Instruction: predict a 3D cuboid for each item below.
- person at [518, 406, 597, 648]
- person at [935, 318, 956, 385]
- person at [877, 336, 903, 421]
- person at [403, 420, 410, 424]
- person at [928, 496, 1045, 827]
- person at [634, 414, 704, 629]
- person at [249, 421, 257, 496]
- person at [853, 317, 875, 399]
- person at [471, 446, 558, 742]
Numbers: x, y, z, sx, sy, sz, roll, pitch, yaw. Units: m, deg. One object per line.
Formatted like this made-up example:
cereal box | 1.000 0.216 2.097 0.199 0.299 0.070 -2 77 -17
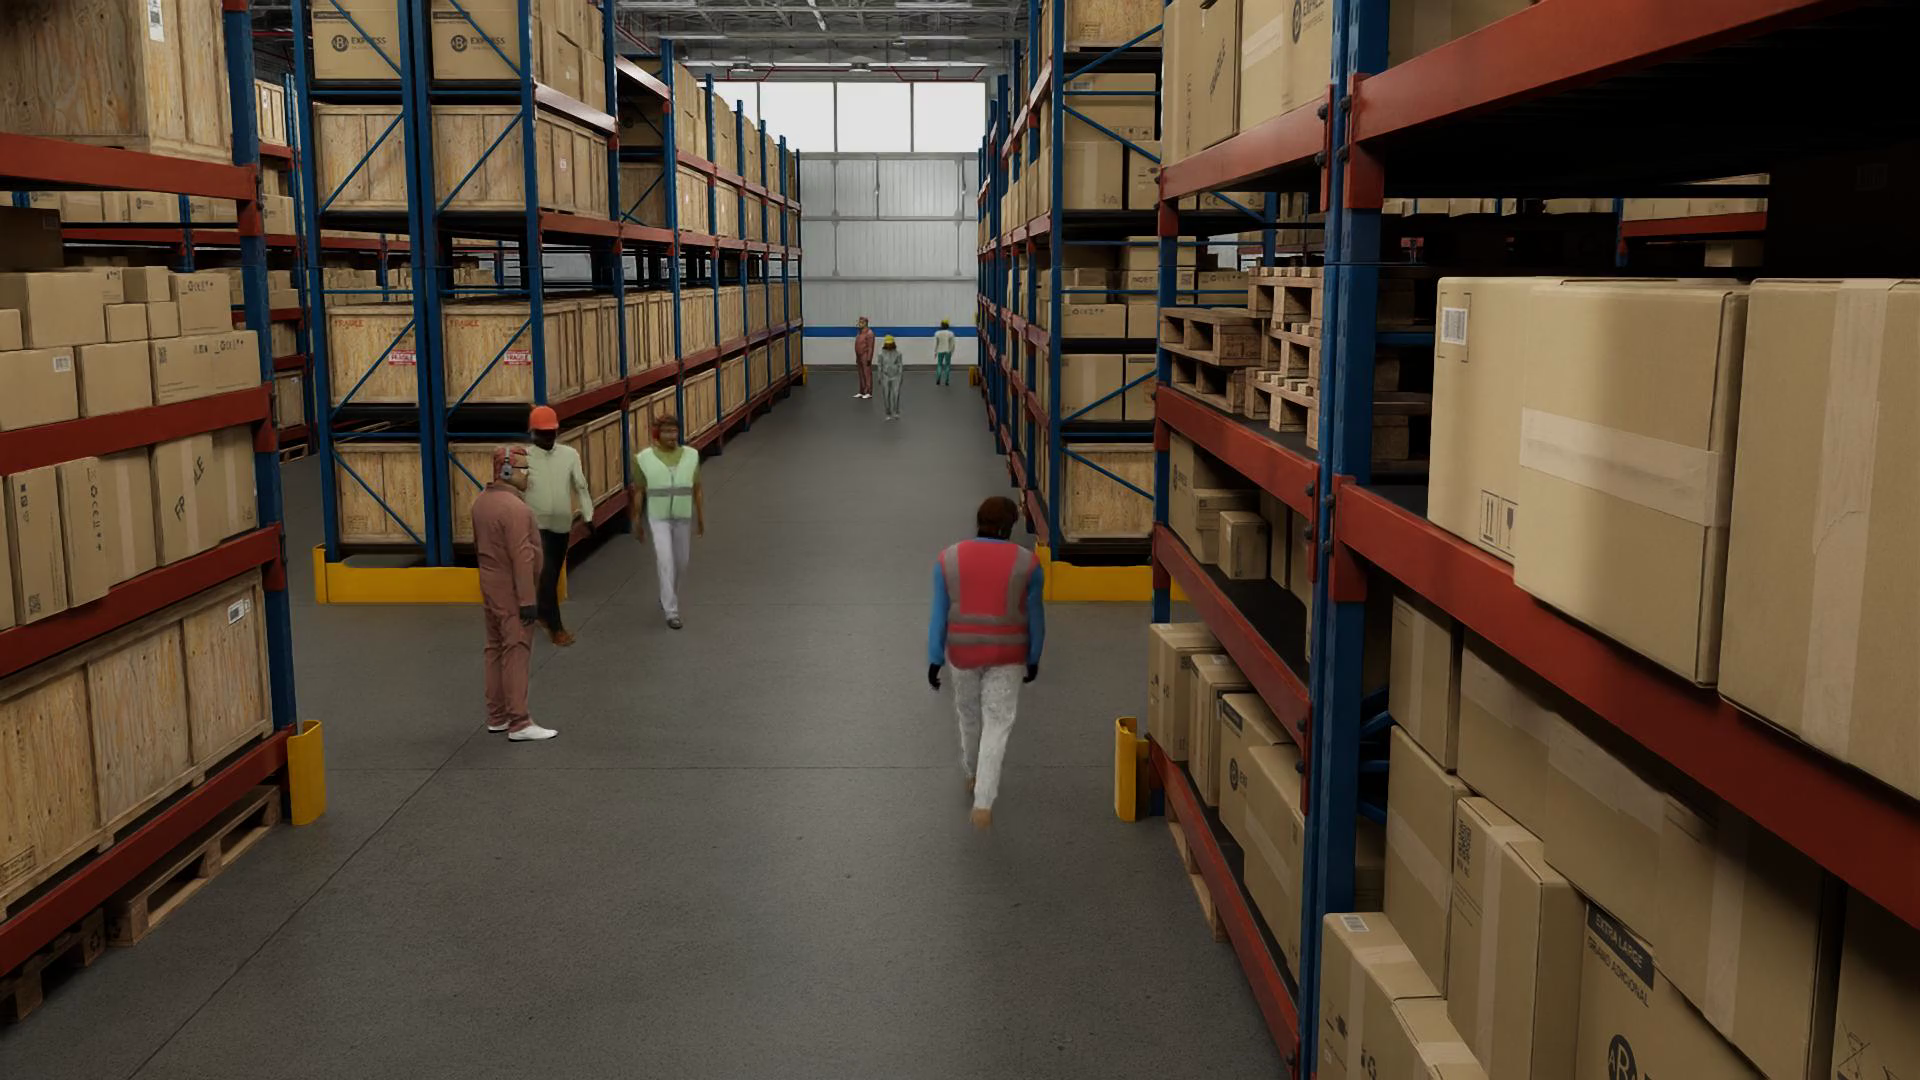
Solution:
person | -3.388 -0.141 13.643 0.609 1.950 1.042 -7 12 -38
person | -0.384 -4.903 43.430 0.546 1.739 0.480 2 9 11
person | -1.392 -3.211 33.145 0.510 1.689 0.905 -1 9 -5
person | -7.009 -1.451 21.881 0.593 1.854 0.977 -1 9 -5
person | 0.159 0.643 9.274 0.641 1.786 0.946 2 9 11
person | -2.508 -0.191 14.303 0.573 1.822 0.841 -5 10 -27
person | -9.562 -1.380 22.133 0.501 1.631 0.286 2 9 9
person | -2.265 -4.274 39.039 0.410 1.909 0.643 -6 11 -34
person | -2.888 0.341 10.757 0.400 1.905 0.643 -7 12 -37
